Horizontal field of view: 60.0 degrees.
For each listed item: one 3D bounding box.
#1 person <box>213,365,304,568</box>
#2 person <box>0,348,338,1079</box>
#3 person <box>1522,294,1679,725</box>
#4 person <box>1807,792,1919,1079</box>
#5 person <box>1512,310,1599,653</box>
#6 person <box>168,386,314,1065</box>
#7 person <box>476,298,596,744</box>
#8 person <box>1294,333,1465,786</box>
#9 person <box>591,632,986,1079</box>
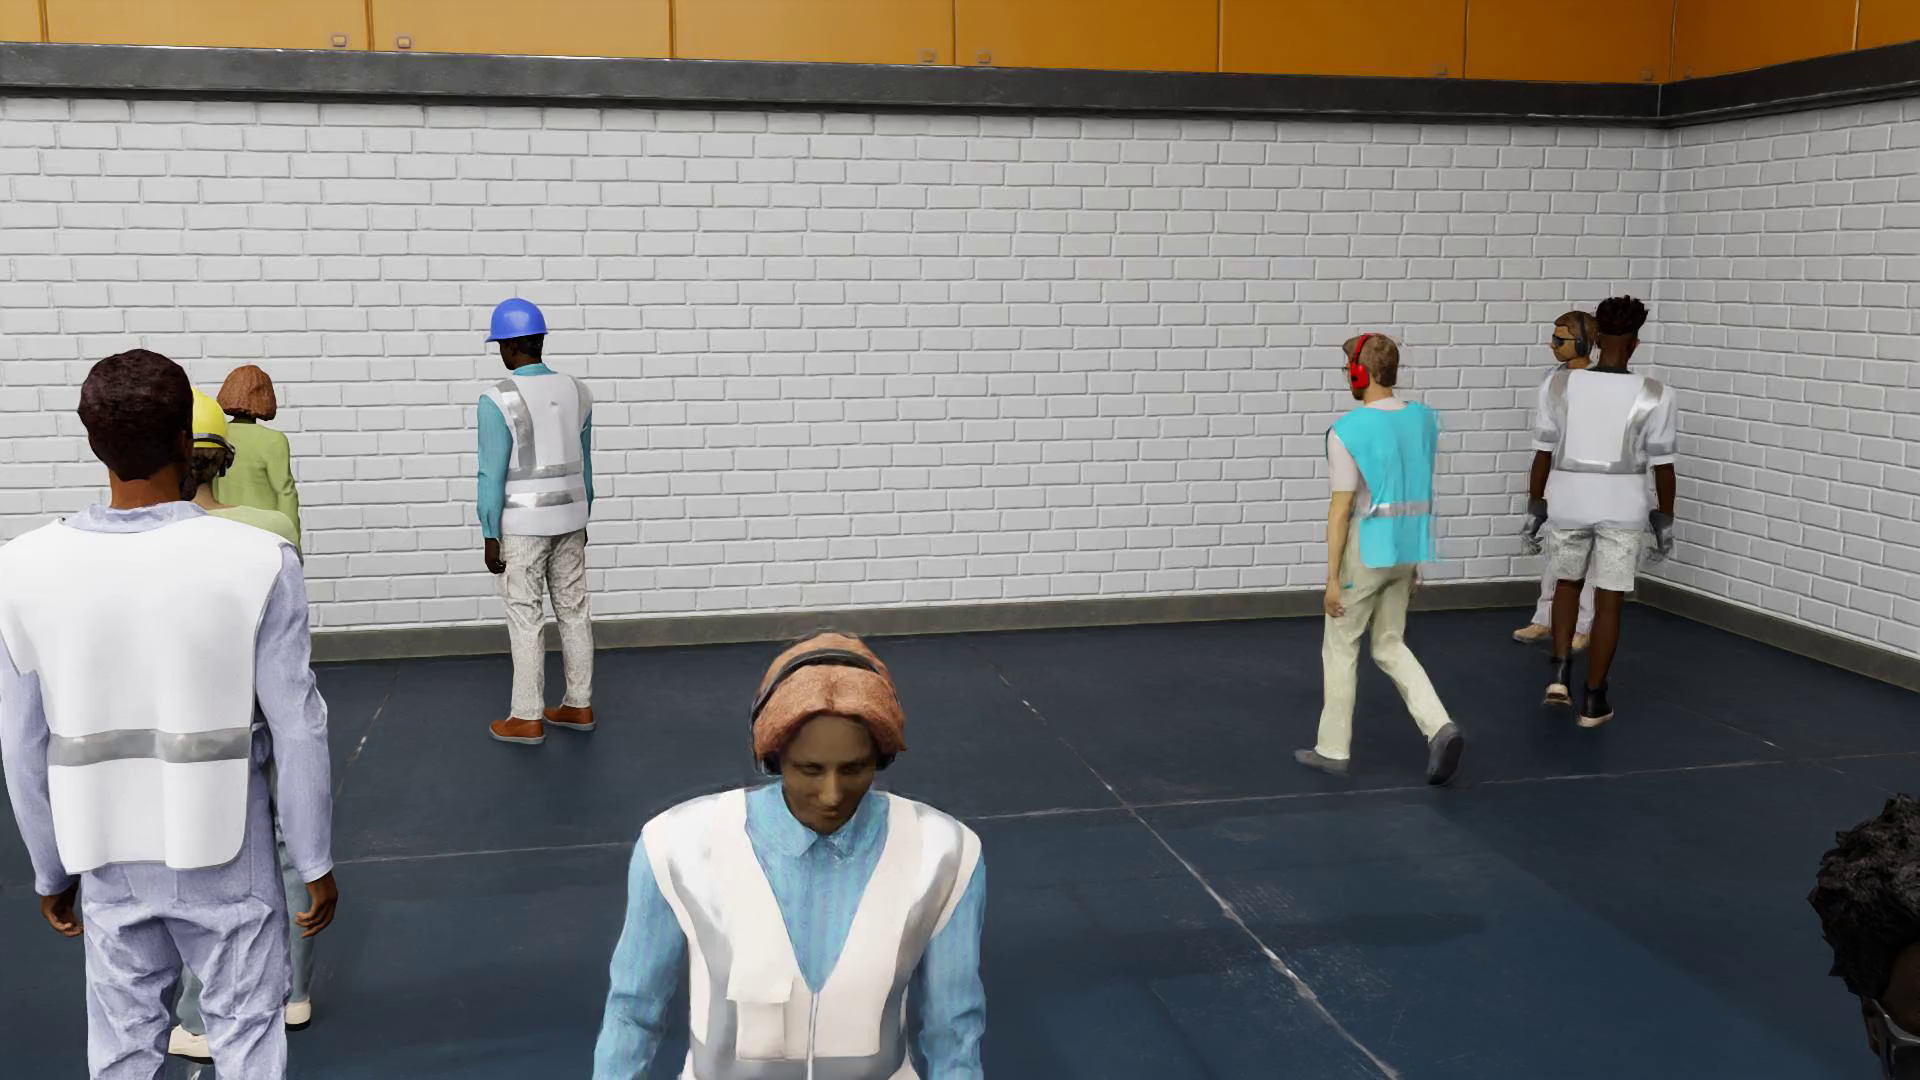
[{"bbox_3d":[-3.212,0.022,7.578,0.507,1.631,0.266,3,10,20],"label":"person"},{"bbox_3d":[-1.503,0.599,3.189,0.593,1.922,0.391,-1,9,-4],"label":"person"},{"bbox_3d":[2.892,-0.126,7.513,0.643,1.949,0.430,6,11,34],"label":"person"},{"bbox_3d":[0.730,1.017,1.321,0.531,1.697,0.320,3,10,16],"label":"person"},{"bbox_3d":[3.307,-0.315,8.999,0.349,1.843,0.506,-5,11,-27],"label":"person"},{"bbox_3d":[-1.970,0.483,4.368,0.315,1.769,0.523,8,13,42],"label":"person"},{"bbox_3d":[-1.857,-0.079,7.275,0.417,1.939,0.605,7,11,35],"label":"person"},{"bbox_3d":[1.670,0.089,6.602,0.582,1.817,0.703,-6,11,-31],"label":"person"},{"bbox_3d":[-0.238,0.907,2.315,0.569,1.581,0.873,-2,10,-13],"label":"person"}]
